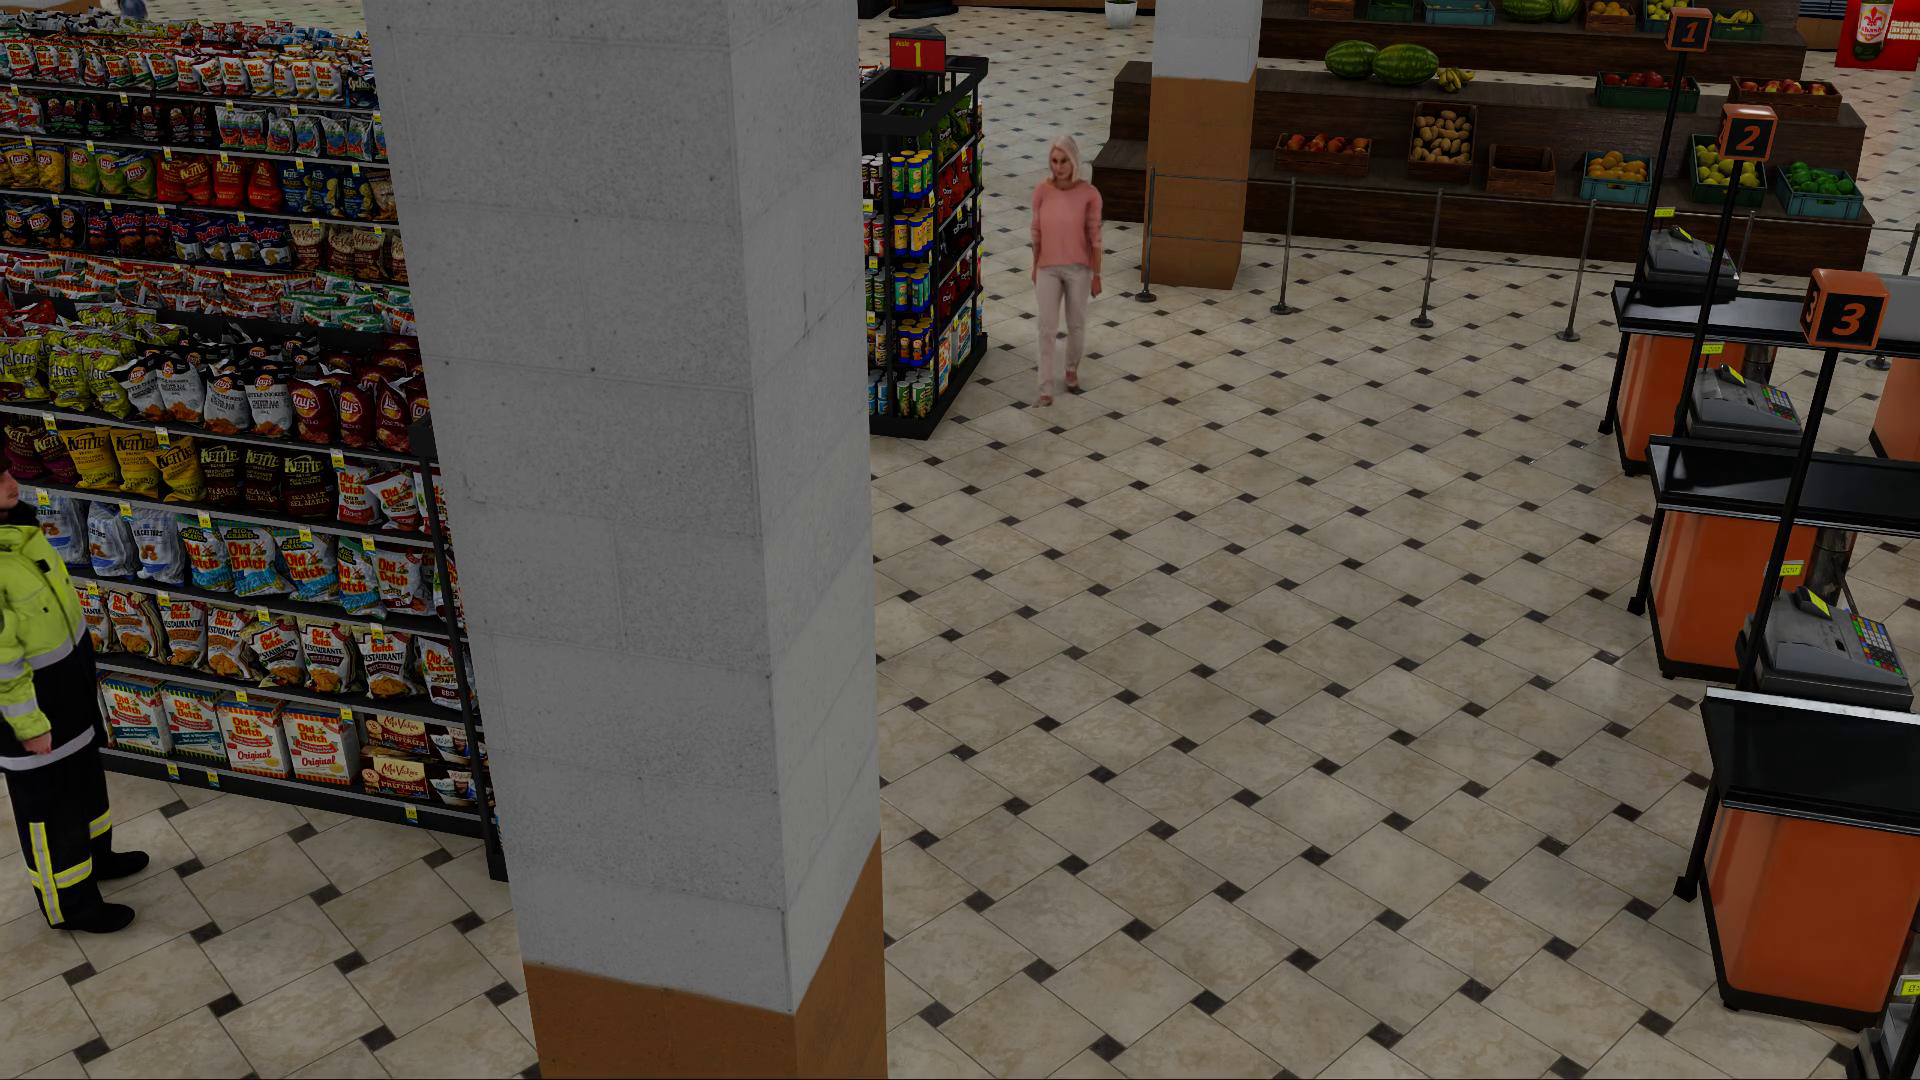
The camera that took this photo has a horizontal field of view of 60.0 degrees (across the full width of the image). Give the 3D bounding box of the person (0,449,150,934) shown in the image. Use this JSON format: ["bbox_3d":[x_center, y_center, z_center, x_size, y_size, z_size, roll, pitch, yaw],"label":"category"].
[{"bbox_3d":[-3.382,0.529,6.078,0.840,1.980,0.869,-6,29,-11],"label":"person"}]

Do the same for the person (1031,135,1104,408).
[{"bbox_3d":[0.679,-1.677,10.544,0.956,1.572,0.713,5,29,10],"label":"person"}]
